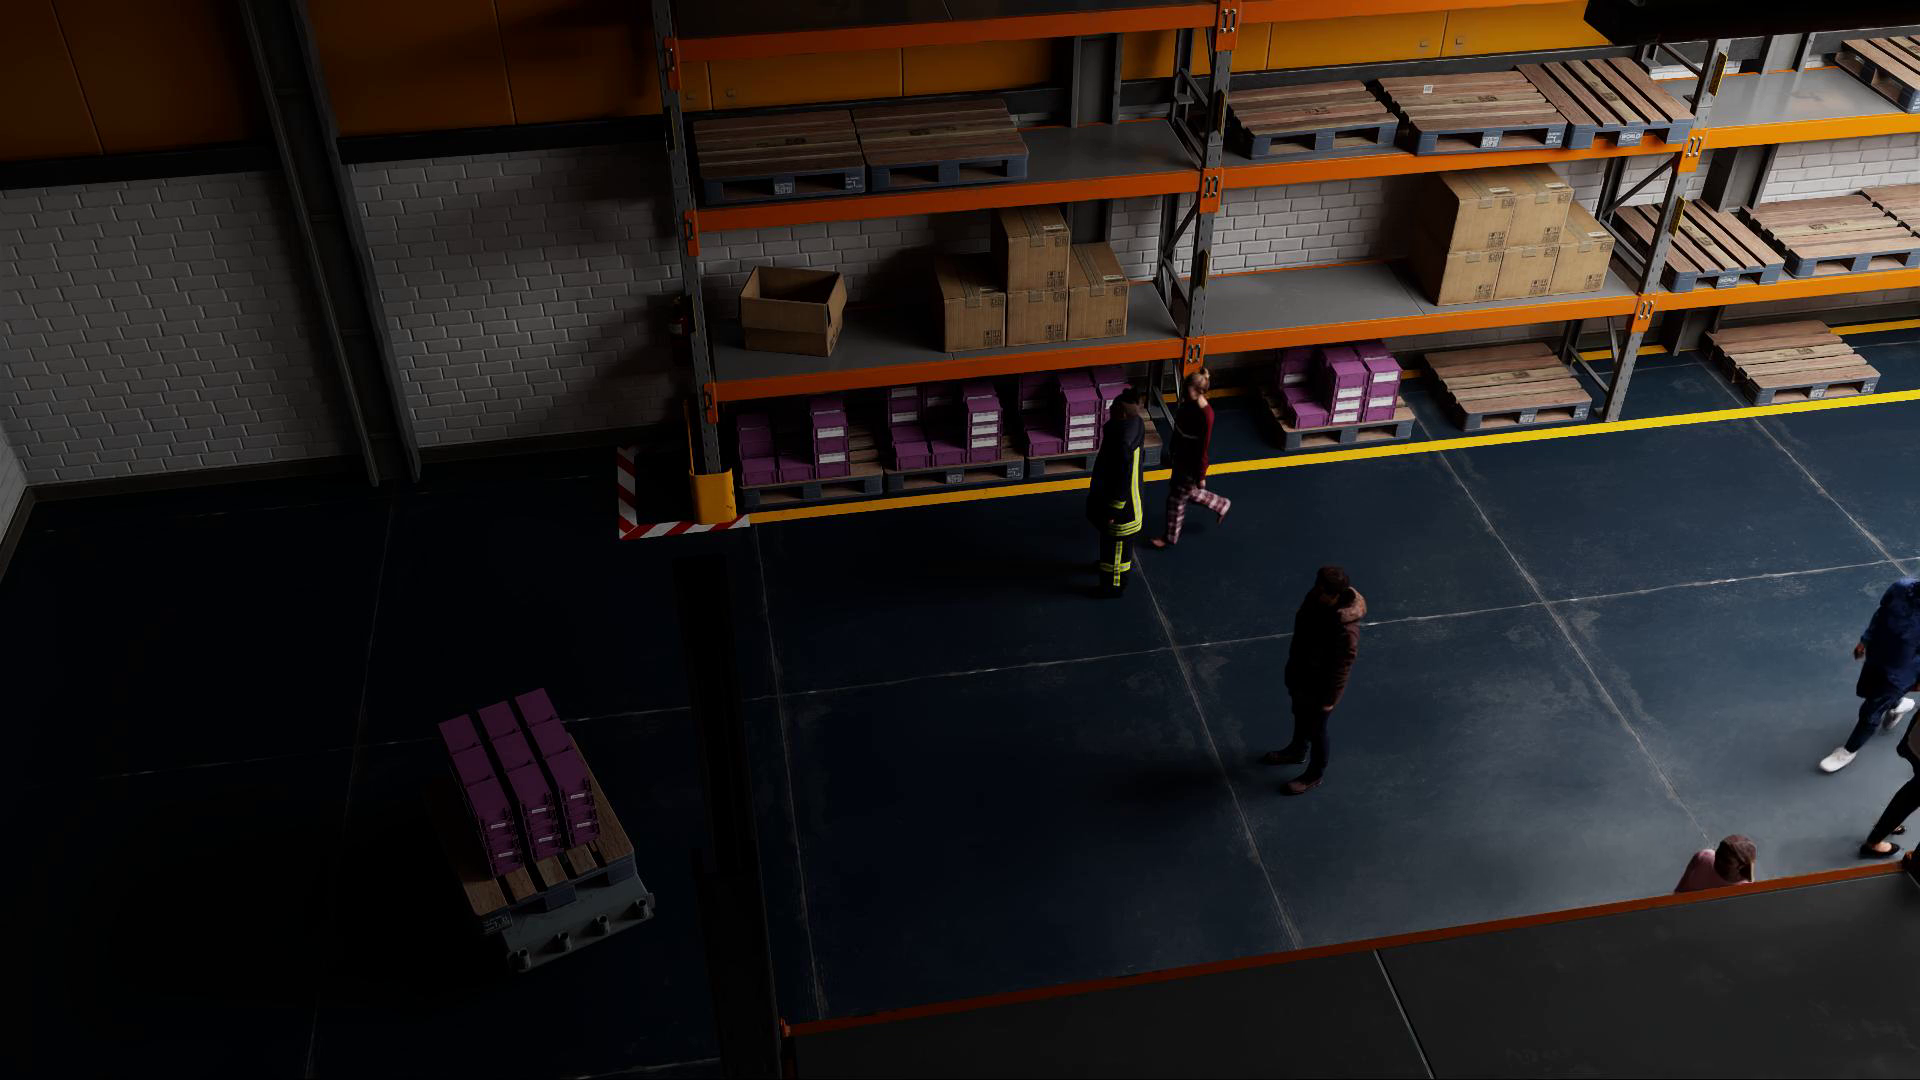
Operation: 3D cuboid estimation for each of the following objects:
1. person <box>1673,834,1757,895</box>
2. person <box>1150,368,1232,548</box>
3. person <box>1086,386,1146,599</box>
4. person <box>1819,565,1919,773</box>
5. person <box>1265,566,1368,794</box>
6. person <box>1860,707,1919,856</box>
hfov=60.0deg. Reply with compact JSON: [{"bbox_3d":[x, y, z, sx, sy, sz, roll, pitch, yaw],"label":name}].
[{"bbox_3d":[4.252,2.238,9.483,0.881,1.680,0.729,-16,41,-19],"label":"person"},{"bbox_3d":[1.884,-0.639,13.082,0.898,1.683,0.667,-7,39,-9],"label":"person"},{"bbox_3d":[1.205,-0.380,12.616,0.833,1.860,0.849,7,39,9],"label":"person"},{"bbox_3d":[6.367,0.784,11.220,1.092,1.783,0.757,-12,40,-15],"label":"person"},{"bbox_3d":[2.365,0.903,11.020,0.703,1.847,0.781,-11,40,-13],"label":"person"},{"bbox_3d":[6.053,1.392,10.517,0.629,1.710,0.607,-1,39,-1],"label":"person"}]
